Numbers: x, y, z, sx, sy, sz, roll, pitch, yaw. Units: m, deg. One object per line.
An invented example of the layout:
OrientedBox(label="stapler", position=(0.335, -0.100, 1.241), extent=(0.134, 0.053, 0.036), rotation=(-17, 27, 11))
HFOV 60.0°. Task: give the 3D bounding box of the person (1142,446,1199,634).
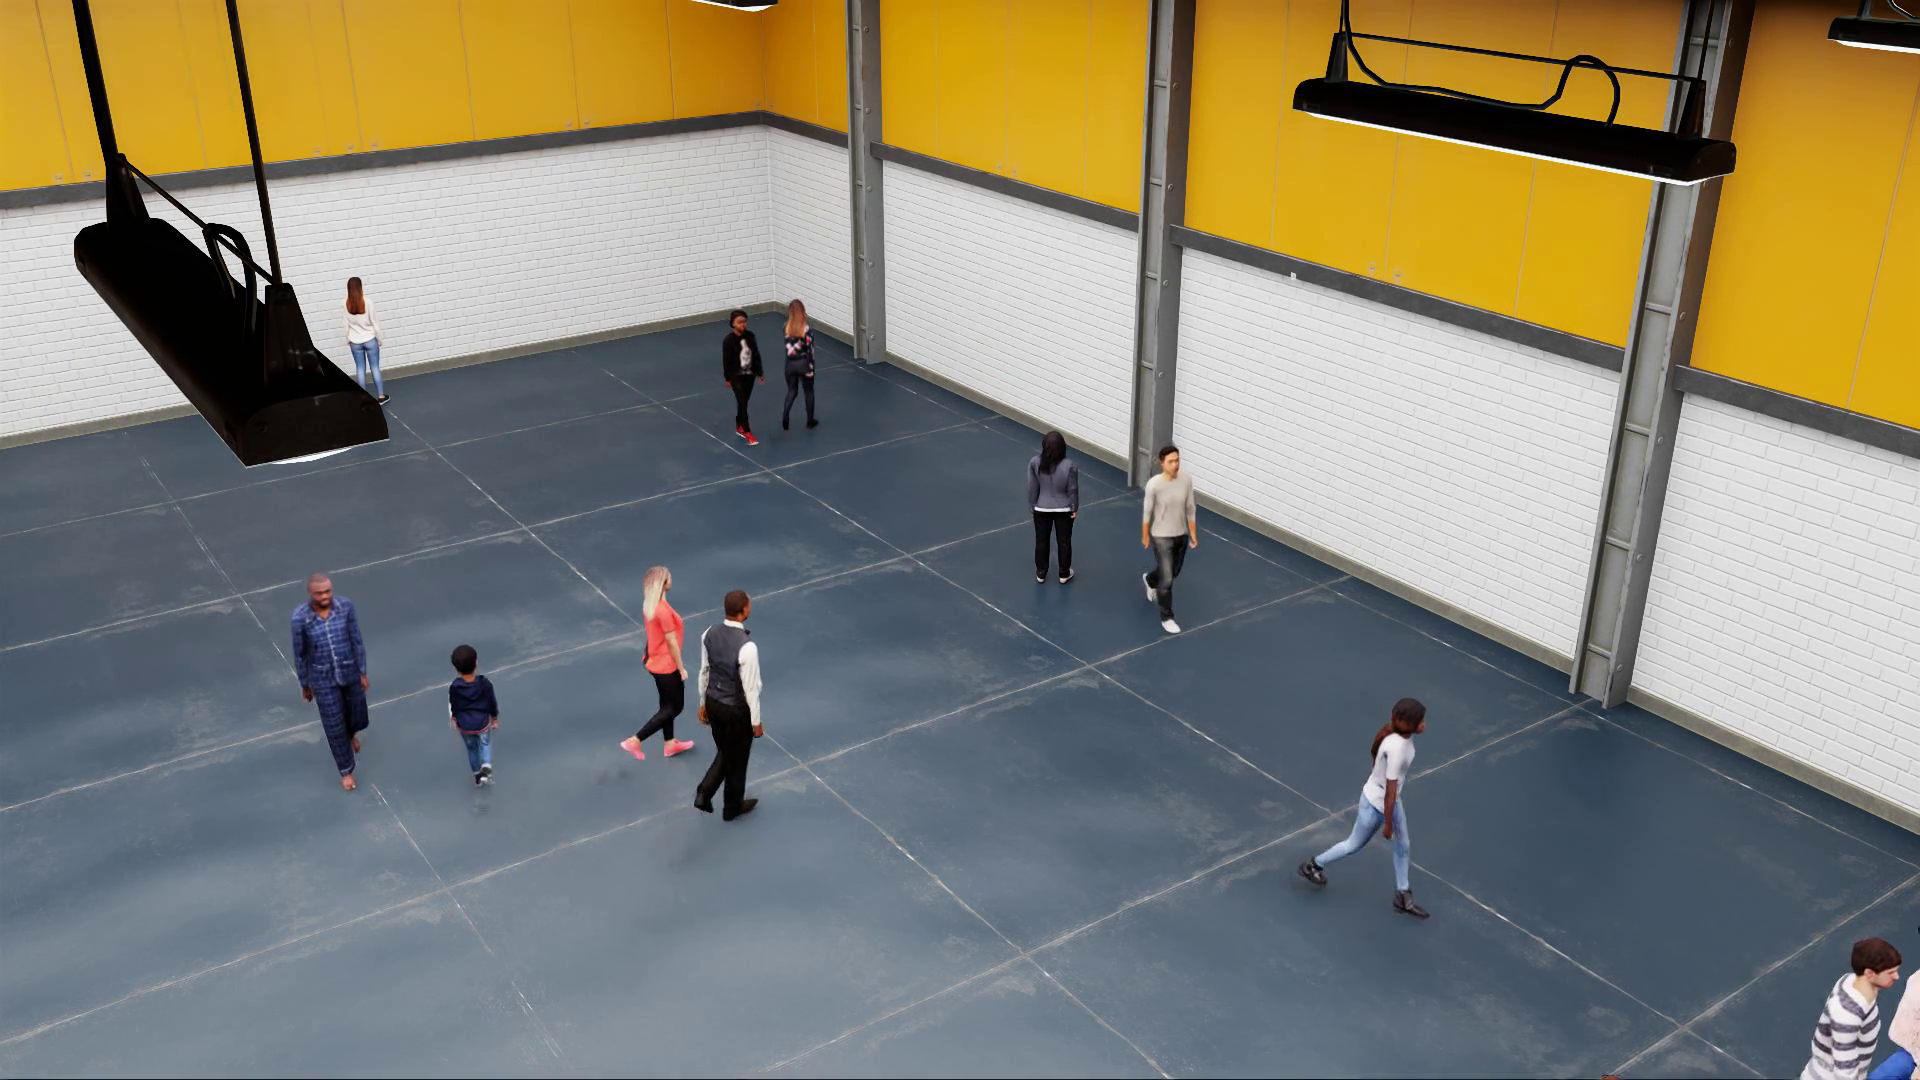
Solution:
OrientedBox(label="person", position=(1.928, -0.067, 15.653), extent=(0.787, 1.786, 1.132), rotation=(-9, 25, -20))

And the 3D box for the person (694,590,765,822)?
OrientedBox(label="person", position=(-1.759, 1.304, 12.379), extent=(0.840, 1.896, 0.872), rotation=(18, 29, 35))

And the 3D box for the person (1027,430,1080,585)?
OrientedBox(label="person", position=(0.926, -0.334, 16.499), extent=(0.796, 1.597, 0.861), rotation=(5, 24, 11))

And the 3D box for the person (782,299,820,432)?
OrientedBox(label="person", position=(-2.037, -2.119, 20.497), extent=(0.925, 1.665, 0.936), rotation=(10, 25, 21))

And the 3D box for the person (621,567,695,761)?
OrientedBox(label="person", position=(-2.436, 1.030, 13.270), extent=(0.720, 1.684, 0.838), rotation=(-11, 26, -23))

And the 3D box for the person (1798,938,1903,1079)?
OrientedBox(label="person", position=(4.546, 2.887, 8.879), extent=(1.233, 1.799, 0.848), rotation=(19, 30, 37))

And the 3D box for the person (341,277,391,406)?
OrientedBox(label="person", position=(-7.710, -2.578, 21.515), extent=(0.703, 1.692, 0.716), rotation=(-2, 24, -4))

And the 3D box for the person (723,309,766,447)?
OrientedBox(label="person", position=(-2.692, -2.012, 20.278), extent=(0.616, 1.645, 0.920), rotation=(-18, 29, -35))

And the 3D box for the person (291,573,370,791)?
OrientedBox(label="person", position=(-4.916, 1.051, 13.065), extent=(0.703, 1.811, 0.810), rotation=(-12, 26, -26))

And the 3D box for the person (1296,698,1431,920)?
OrientedBox(label="person", position=(2.818, 1.820, 11.495), extent=(1.257, 1.660, 0.975), rotation=(11, 26, 24))

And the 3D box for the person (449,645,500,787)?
OrientedBox(label="person", position=(-3.804, 1.411, 12.986), extent=(0.618, 1.213, 0.673), rotation=(-5, 24, -11))
